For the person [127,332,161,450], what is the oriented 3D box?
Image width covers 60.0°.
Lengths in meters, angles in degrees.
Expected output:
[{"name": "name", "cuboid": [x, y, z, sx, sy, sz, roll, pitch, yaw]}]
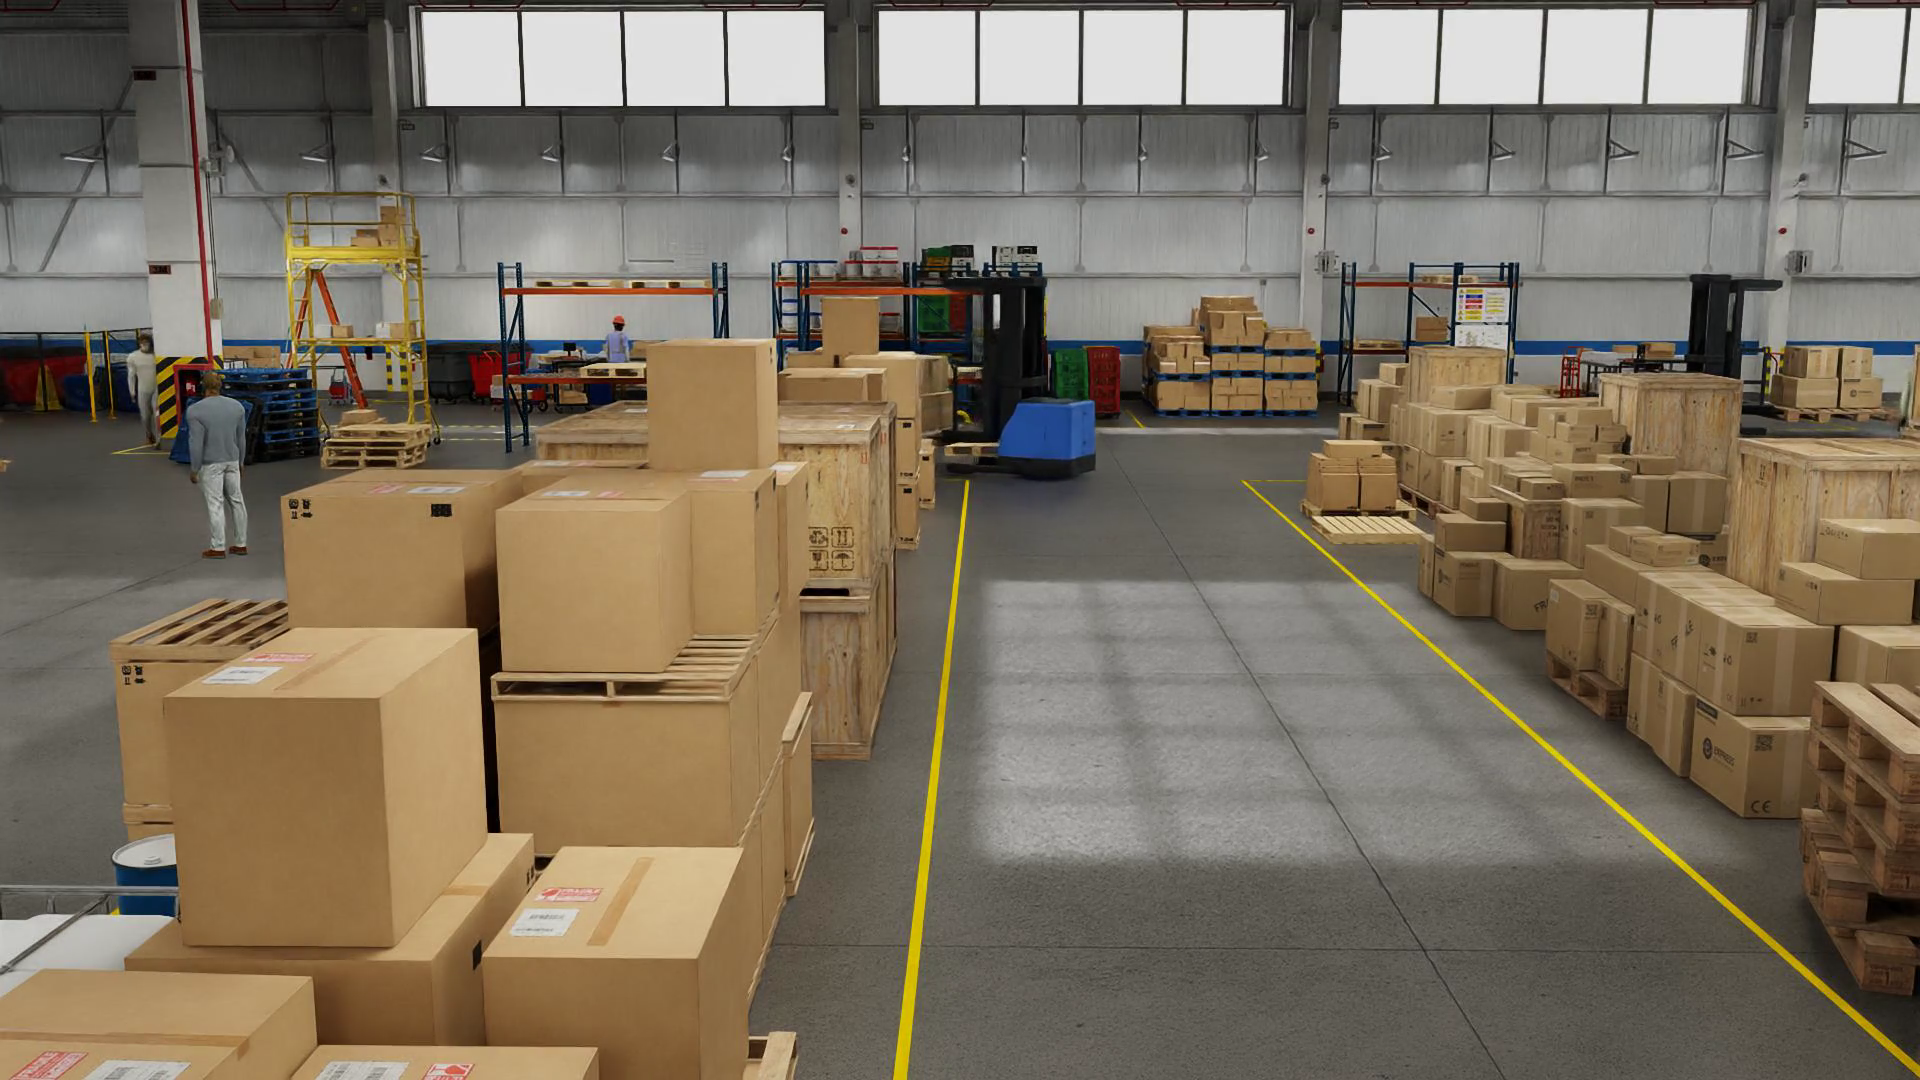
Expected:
[{"name": "person", "cuboid": [-13.112, -2.412, 26.955, 0.652, 1.920, 0.477, -3, 10, -19]}]

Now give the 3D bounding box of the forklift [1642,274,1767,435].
[{"name": "forklift", "cuboid": [13.090, -3.274, 29.247, 1.873, 2.768, 1.129, 0, 9, 1]}]

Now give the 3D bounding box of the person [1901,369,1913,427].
[{"name": "person", "cuboid": [13.052, -1.684, 22.485, 0.864, 1.968, 0.622, -9, 13, -43]}]

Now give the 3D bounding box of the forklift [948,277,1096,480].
[{"name": "forklift", "cuboid": [0.909, -2.330, 23.591, 1.873, 2.768, 1.129, 5, 11, 27]}]

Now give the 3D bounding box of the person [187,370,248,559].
[{"name": "person", "cuboid": [-7.609, -0.769, 17.056, 0.372, 1.941, 0.627, 6, 11, 32]}]

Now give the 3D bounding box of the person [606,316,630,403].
[{"name": "person", "cuboid": [-7.078, -3.692, 34.591, 0.552, 1.932, 0.388, 4, 10, 24]}]
